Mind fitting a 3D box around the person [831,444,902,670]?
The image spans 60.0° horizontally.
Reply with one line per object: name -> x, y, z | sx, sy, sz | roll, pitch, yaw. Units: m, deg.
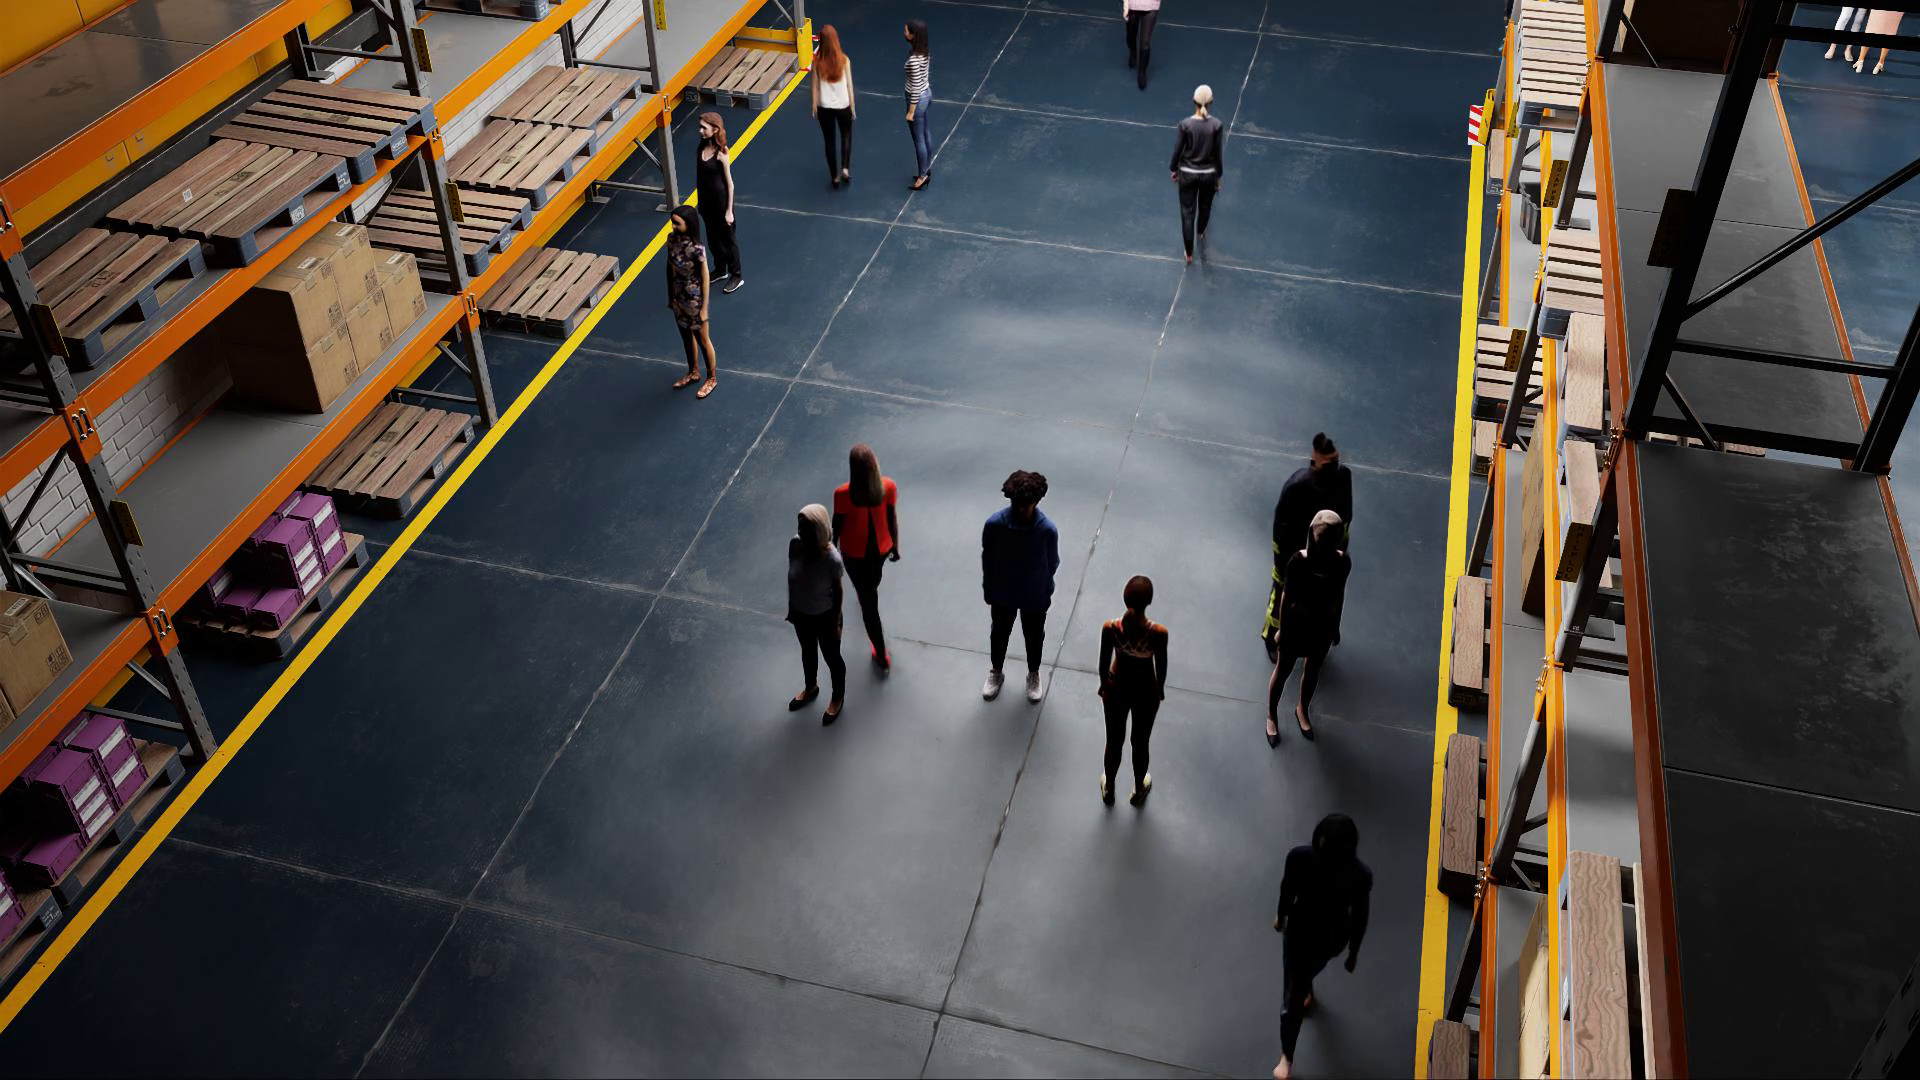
person -> -0.602, 0.138, 11.375 | 1.058, 1.638, 1.232 | -14, 41, -16

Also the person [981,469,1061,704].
person -> 0.394, 0.298, 11.037 | 0.700, 1.811, 0.617 | 5, 39, 6

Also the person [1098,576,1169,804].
person -> 1.053, 0.942, 10.245 | 0.582, 1.791, 0.583 | 6, 39, 8

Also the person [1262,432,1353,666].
person -> 2.381, 0.035, 11.325 | 0.877, 1.862, 0.922 | -17, 41, -20

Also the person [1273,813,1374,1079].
person -> 1.951, 2.034, 8.963 | 0.652, 1.685, 1.046 | 11, 40, 13

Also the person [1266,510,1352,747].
person -> 2.235, 0.563, 10.691 | 0.648, 1.829, 0.625 | -5, 39, -6

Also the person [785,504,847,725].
person -> -0.937, 0.460, 10.905 | 0.646, 1.722, 0.618 | 23, 44, 26

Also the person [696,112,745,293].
person -> -2.233, -3.139, 15.391 | 0.662, 1.747, 0.641 | 26, 45, 28

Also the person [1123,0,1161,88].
person -> 2.095, -6.172, 19.260 | 0.698, 1.660, 1.110 | 4, 39, 5

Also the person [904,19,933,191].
person -> -0.419, -4.447, 16.990 | 0.642, 1.796, 0.410 | 10, 40, 12

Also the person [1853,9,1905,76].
person -> 10.842, -6.329, 19.318 | 0.622, 1.832, 0.550 | 16, 41, 19

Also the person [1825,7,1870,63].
person -> 10.692, -6.533, 19.684 | 0.553, 1.694, 0.541 | 11, 40, 14

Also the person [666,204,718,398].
person -> -2.264, -2.020, 14.001 | 0.661, 1.733, 0.647 | 25, 45, 28

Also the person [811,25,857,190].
person -> -1.281, -4.370, 16.961 | 0.677, 1.711, 0.655 | -2, 39, -3

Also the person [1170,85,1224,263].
person -> 2.267, -3.451, 15.817 | 0.773, 1.703, 0.997 | 2, 39, 2
